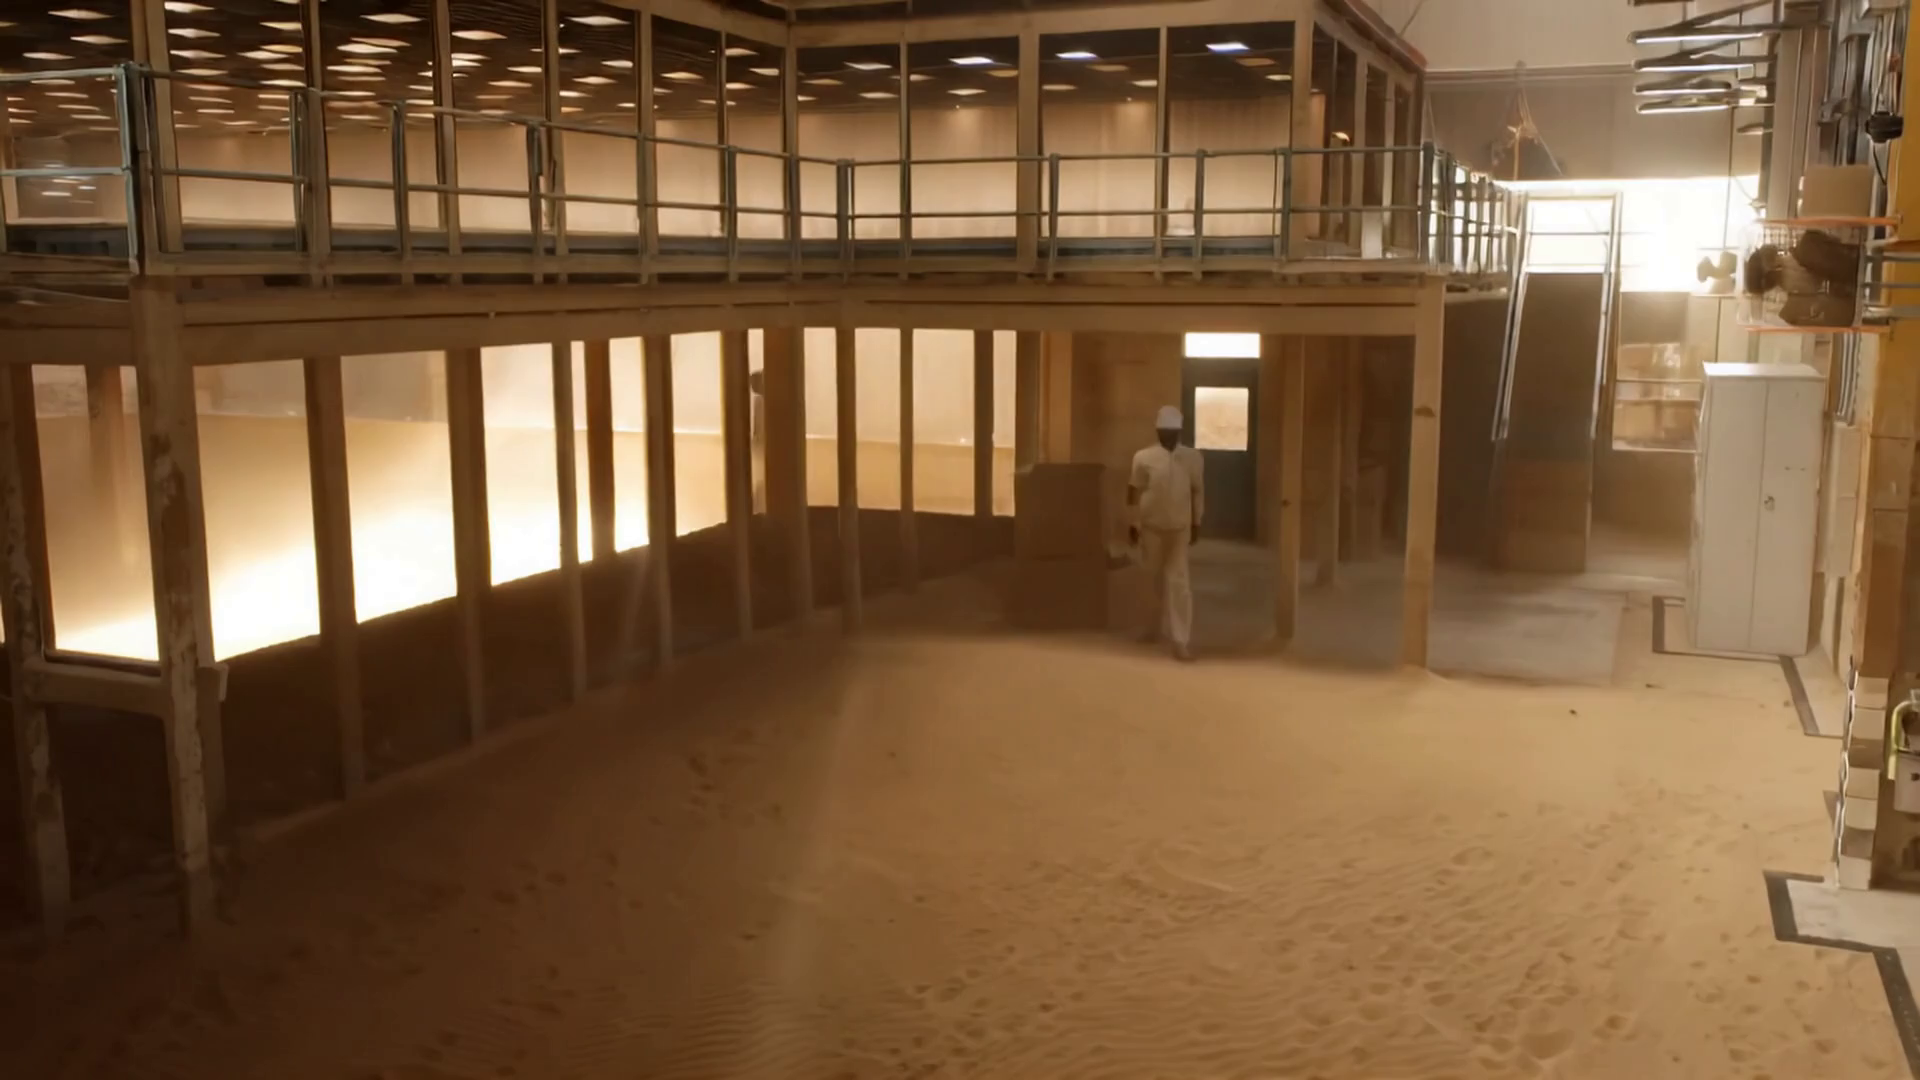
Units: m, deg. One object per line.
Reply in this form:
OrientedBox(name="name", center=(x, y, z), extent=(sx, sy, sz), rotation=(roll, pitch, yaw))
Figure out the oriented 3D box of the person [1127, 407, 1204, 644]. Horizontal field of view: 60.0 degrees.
OrientedBox(name="person", center=(1.708, -0.141, 13.826), extent=(0.643, 1.938, 1.026), rotation=(1, 9, 4))
